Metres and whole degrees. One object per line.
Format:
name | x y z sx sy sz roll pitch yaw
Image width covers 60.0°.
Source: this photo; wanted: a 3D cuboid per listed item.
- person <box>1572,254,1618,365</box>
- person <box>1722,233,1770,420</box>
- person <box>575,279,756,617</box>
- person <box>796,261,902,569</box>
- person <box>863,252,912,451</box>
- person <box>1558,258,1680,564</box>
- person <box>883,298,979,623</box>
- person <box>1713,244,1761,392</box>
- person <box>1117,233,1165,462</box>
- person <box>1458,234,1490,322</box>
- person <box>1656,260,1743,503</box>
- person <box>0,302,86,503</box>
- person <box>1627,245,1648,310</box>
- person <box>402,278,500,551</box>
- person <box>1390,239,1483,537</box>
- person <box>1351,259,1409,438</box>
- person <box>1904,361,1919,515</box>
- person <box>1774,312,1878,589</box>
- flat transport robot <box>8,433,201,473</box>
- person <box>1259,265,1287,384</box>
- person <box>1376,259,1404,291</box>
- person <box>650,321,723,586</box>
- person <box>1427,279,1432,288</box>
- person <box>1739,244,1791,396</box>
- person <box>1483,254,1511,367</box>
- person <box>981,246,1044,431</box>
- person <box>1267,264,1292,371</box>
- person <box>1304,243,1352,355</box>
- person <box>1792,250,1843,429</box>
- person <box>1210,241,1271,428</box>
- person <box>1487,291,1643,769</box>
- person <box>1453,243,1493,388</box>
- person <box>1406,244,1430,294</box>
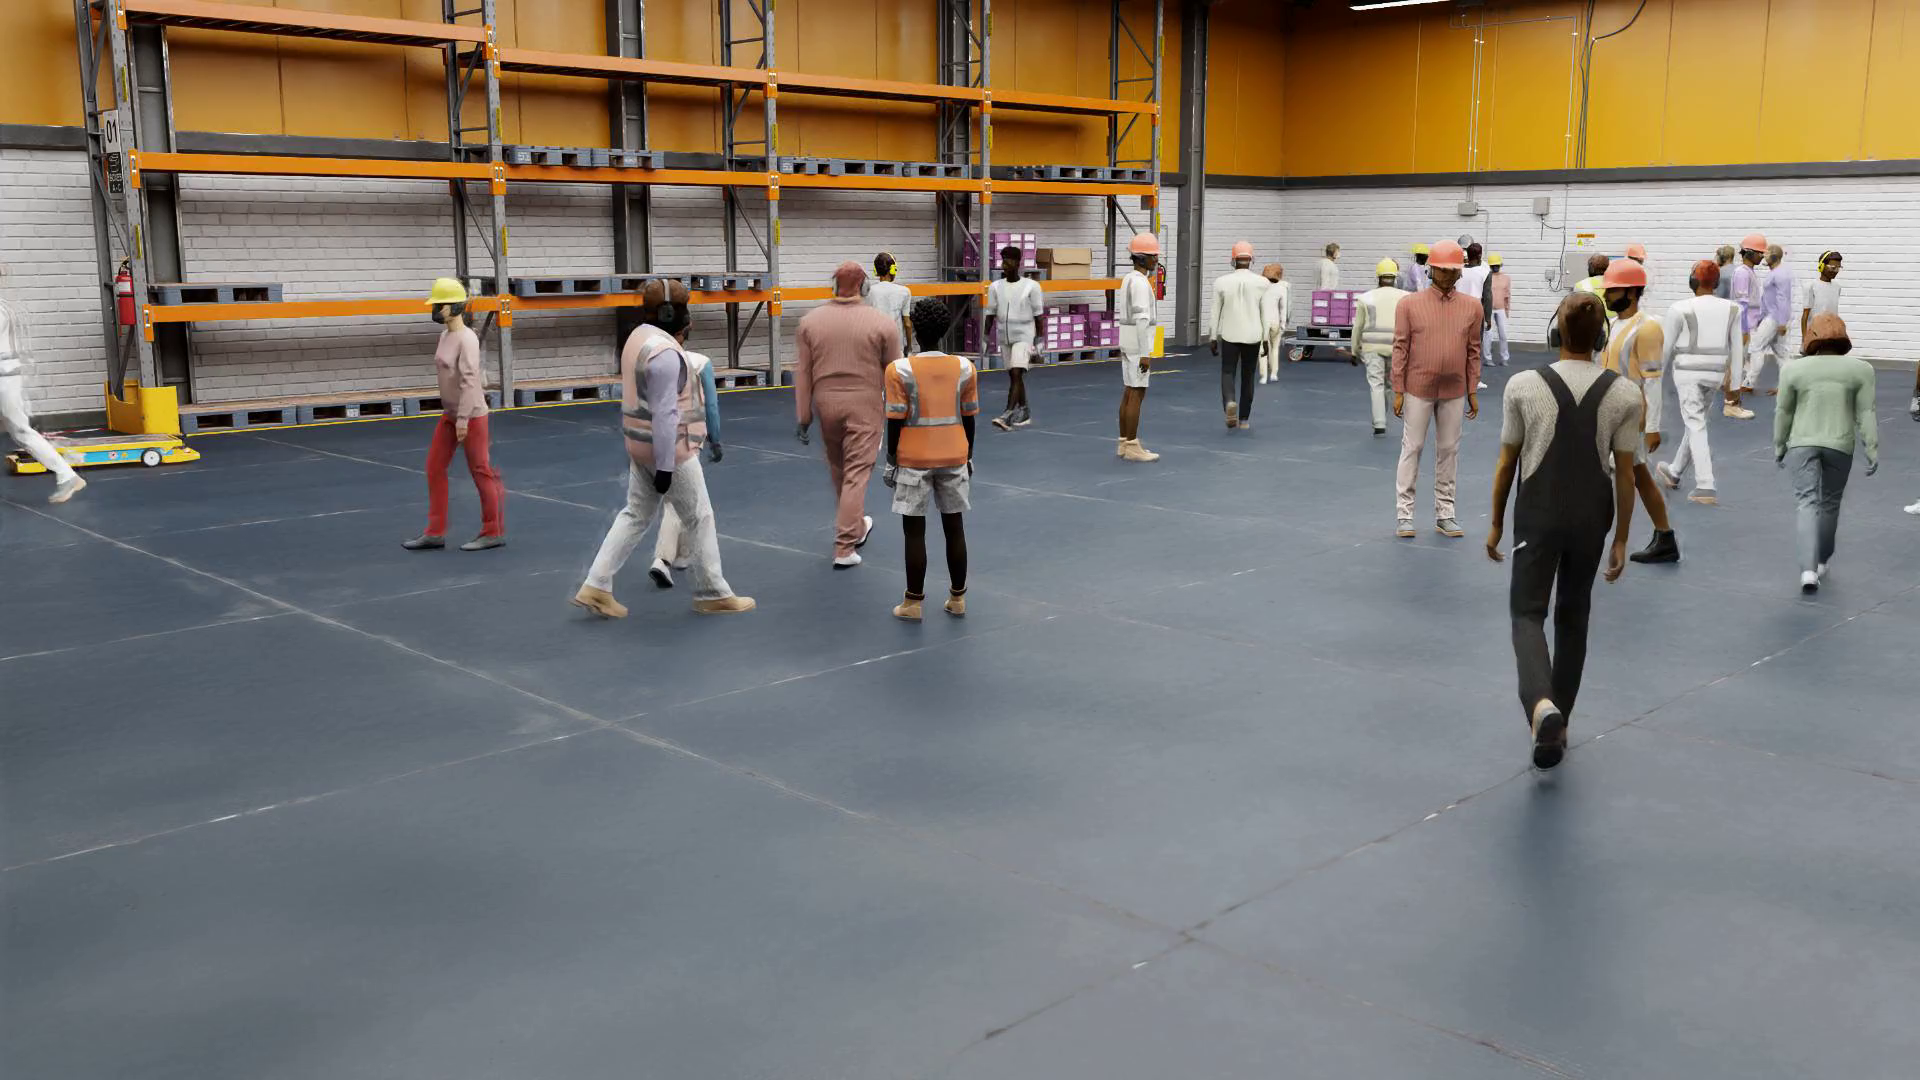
person | 6.776 -2.122 17.702 0.628 1.832 0.564 -2 11 -10
person | 8.691 -2.357 18.405 0.380 2.039 0.607 5 11 25
person | -1.612 -0.468 8.772 0.930 1.809 0.630 -5 12 -27
person | -0.637 -0.797 10.379 0.676 1.853 0.975 3 11 16
person | -0.695 -1.767 15.667 0.520 1.864 0.333 1 10 4
person | 4.020 -0.770 10.187 1.015 1.878 0.556 0 10 -2
person | -0.156 -0.410 8.718 0.541 1.696 0.315 -5 11 -24
person | 9.951 -2.830 21.345 0.646 1.911 0.715 -9 14 -40
person | 1.626 -1.721 14.922 0.391 2.040 0.614 -1 10 -5
person | 6.973 -3.212 23.058 0.685 2.000 0.535 4 11 19
person | 5.669 -1.239 12.879 0.601 1.821 1.013 -1 10 -7
person | -7.127 -1.155 12.402 0.966 1.848 0.585 -10 14 -43
person | 9.425 -3.183 23.324 0.564 1.876 1.021 -5 11 -25
person | -3.273 -0.773 10.540 0.711 1.741 0.547 -8 13 -38
person | 3.198 -1.009 11.177 0.610 1.993 0.380 -1 10 -3
person | 4.268 -1.941 16.835 0.612 1.783 0.919 0 10 2
person | 6.980 -1.022 11.669 0.521 1.847 0.841 -1 10 -3
person | 5.006 -0.523 9.636 0.533 1.585 0.855 4 11 23
flat transport robot | -7.515 -0.777 14.609 1.431 0.197 0.652 -7 13 -35
person | 4.206 -2.957 22.833 0.517 1.609 0.684 1 10 6
person | 7.408 -4.071 28.939 0.512 1.599 0.667 -6 12 -29
person | -1.701 -0.552 9.754 0.507 1.600 0.834 3 11 17
person | 7.622 -3.637 26.402 0.549 1.648 0.846 -2 11 -9
person | 10.114 -2.754 20.935 0.888 1.901 0.625 4 11 22
person | 8.273 -3.538 25.676 0.558 1.734 0.453 -1 10 -6
person | 0.532 -2.110 17.408 0.620 1.905 1.011 6 12 31
person | 4.708 -3.355 25.049 0.525 1.591 0.856 -1 10 -4
person | 6.211 -4.093 28.267 0.937 1.910 0.643 4 11 19
person | 8.924 -2.055 17.238 0.515 1.865 0.329 -5 11 -24
person | 2.903 -2.101 17.213 0.627 1.973 0.774 2 11 8
person | 2.314 -0.035 6.353 0.519 1.820 0.770 2 11 9
person | 6.757 -2.962 22.029 0.596 1.918 0.386 9 14 41
person | 7.661 -3.985 27.731 0.967 1.874 0.599 4 11 23
